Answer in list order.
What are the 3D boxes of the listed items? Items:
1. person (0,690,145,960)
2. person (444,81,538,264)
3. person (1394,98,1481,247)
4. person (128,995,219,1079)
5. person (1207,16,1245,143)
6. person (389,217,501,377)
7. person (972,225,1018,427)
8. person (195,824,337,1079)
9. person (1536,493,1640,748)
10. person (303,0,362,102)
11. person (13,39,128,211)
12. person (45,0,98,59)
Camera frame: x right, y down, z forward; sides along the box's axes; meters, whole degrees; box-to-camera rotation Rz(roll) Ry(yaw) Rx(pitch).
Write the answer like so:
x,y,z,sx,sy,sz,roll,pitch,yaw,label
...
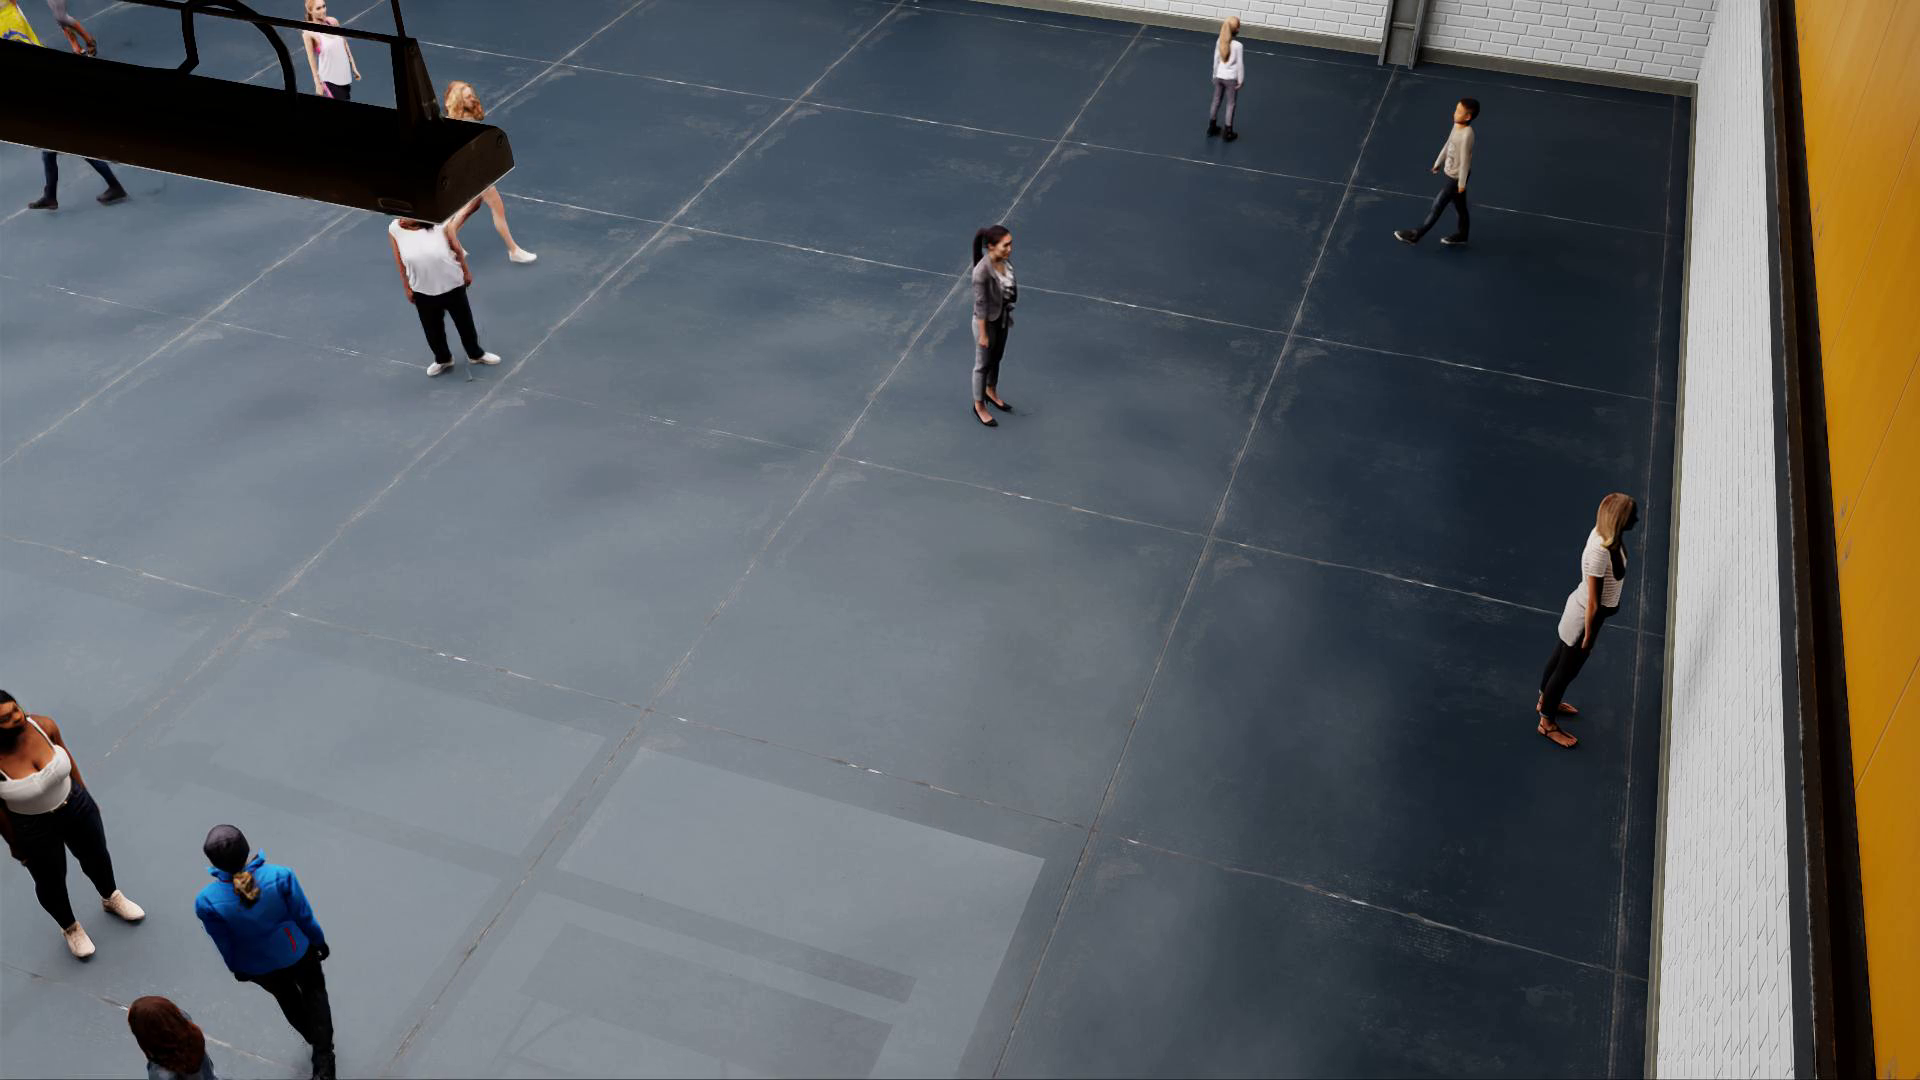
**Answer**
x,y,z,sx,sy,sz,roll,pitch,yaw,label
-4.852,1.472,8.841,0.682,1.810,0.703,23,44,26,person
-4.402,-3.261,14.837,1.185,1.723,0.822,2,39,2,person
4.584,-3.308,15.124,1.006,1.438,0.751,2,39,2,person
-3.472,2.594,7.714,0.912,1.463,0.810,-9,40,-12,person
2.726,-4.731,17.036,0.533,1.276,0.621,32,48,33,person
-4.159,-2.098,13.423,0.810,1.671,0.962,-15,41,-18,person
0.243,-1.684,12.898,0.620,1.680,0.646,19,42,22,person
-3.317,2.093,8.085,0.985,1.783,1.027,-12,40,-15,person
3.785,0.456,10.099,0.523,1.827,0.603,11,40,14,person
-6.216,-4.530,16.399,1.130,1.756,0.685,16,41,19,person
-8.388,-3.896,15.667,1.060,1.680,1.056,-17,42,-21,person
-9.973,-6.166,18.435,0.591,1.772,0.688,17,42,20,person
